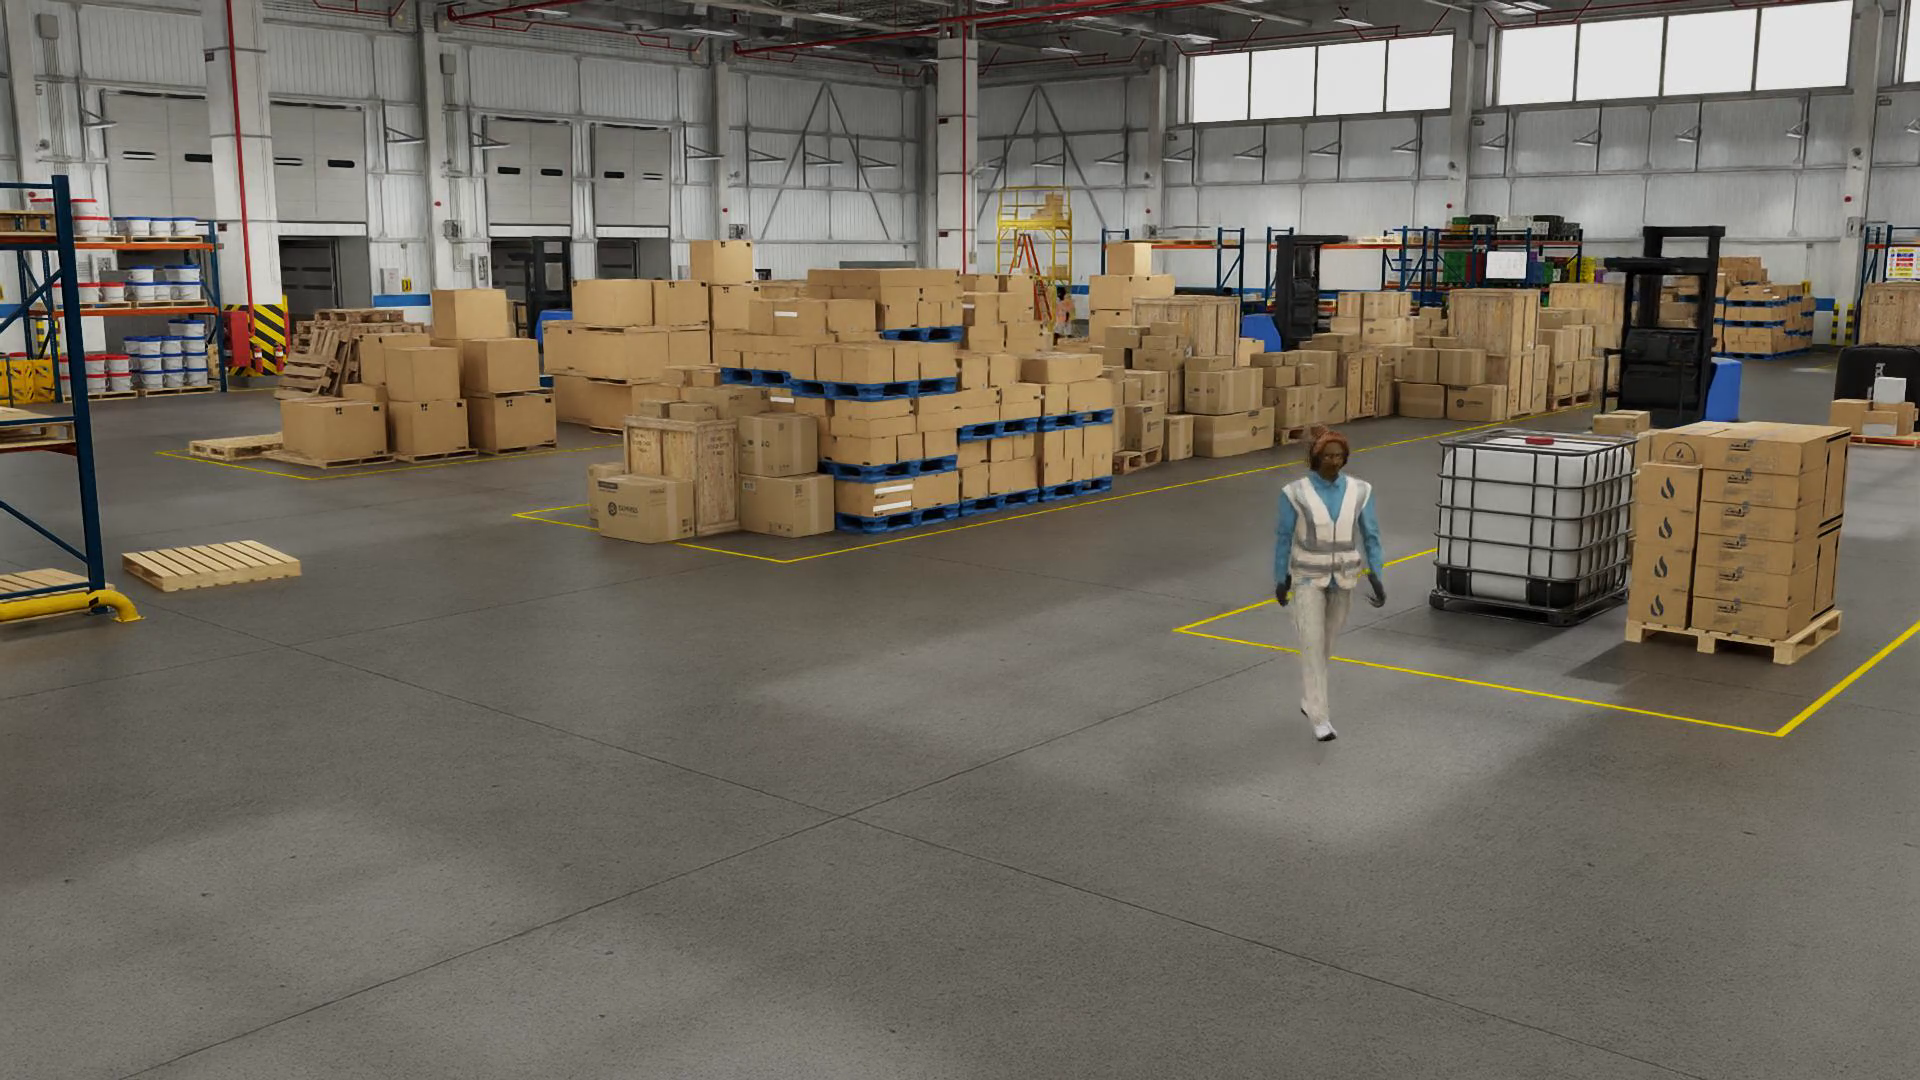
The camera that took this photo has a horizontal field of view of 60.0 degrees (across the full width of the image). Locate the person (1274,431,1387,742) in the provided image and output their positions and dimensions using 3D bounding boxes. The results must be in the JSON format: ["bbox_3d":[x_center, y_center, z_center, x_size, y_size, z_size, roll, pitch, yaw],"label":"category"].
[{"bbox_3d":[1.930,0.241,8.654,0.531,1.595,0.833,-1,10,-8],"label":"person"}]

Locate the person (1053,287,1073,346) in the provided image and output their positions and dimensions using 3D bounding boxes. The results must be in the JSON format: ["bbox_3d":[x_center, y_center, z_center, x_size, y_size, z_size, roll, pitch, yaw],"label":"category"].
[{"bbox_3d":[2.413,-5.046,38.604,0.841,1.662,0.533,-9,14,-43],"label":"person"}]

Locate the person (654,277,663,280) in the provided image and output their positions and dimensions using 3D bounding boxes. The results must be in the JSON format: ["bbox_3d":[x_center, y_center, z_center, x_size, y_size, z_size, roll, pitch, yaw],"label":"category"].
[{"bbox_3d":[-6.509,-4.725,36.021,0.636,1.928,0.383,-4,11,-23],"label":"person"}]

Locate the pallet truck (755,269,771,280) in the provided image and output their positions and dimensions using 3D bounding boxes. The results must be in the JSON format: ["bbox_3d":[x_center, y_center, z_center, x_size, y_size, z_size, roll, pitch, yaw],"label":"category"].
[{"bbox_3d":[-4.996,-6.432,45.525,1.885,1.965,0.823,-6,12,-32],"label":"pallet truck"}]

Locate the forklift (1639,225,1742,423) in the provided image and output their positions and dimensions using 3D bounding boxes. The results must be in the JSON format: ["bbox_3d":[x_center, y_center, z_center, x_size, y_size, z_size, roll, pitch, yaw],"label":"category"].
[{"bbox_3d":[9.235,-2.643,21.438,1.873,2.768,1.129,-9,13,-41],"label":"forklift"}]

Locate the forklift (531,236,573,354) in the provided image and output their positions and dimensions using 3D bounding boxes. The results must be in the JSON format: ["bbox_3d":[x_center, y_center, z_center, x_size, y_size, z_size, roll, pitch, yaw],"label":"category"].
[{"bbox_3d":[-9.601,-5.790,39.356,1.873,2.768,1.129,8,13,40],"label":"forklift"}]

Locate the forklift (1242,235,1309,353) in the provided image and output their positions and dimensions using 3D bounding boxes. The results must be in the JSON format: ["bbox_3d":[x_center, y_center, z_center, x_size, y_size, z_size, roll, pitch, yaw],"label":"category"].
[{"bbox_3d":[7.144,-5.198,35.987,1.873,2.768,1.129,9,13,42],"label":"forklift"}]
